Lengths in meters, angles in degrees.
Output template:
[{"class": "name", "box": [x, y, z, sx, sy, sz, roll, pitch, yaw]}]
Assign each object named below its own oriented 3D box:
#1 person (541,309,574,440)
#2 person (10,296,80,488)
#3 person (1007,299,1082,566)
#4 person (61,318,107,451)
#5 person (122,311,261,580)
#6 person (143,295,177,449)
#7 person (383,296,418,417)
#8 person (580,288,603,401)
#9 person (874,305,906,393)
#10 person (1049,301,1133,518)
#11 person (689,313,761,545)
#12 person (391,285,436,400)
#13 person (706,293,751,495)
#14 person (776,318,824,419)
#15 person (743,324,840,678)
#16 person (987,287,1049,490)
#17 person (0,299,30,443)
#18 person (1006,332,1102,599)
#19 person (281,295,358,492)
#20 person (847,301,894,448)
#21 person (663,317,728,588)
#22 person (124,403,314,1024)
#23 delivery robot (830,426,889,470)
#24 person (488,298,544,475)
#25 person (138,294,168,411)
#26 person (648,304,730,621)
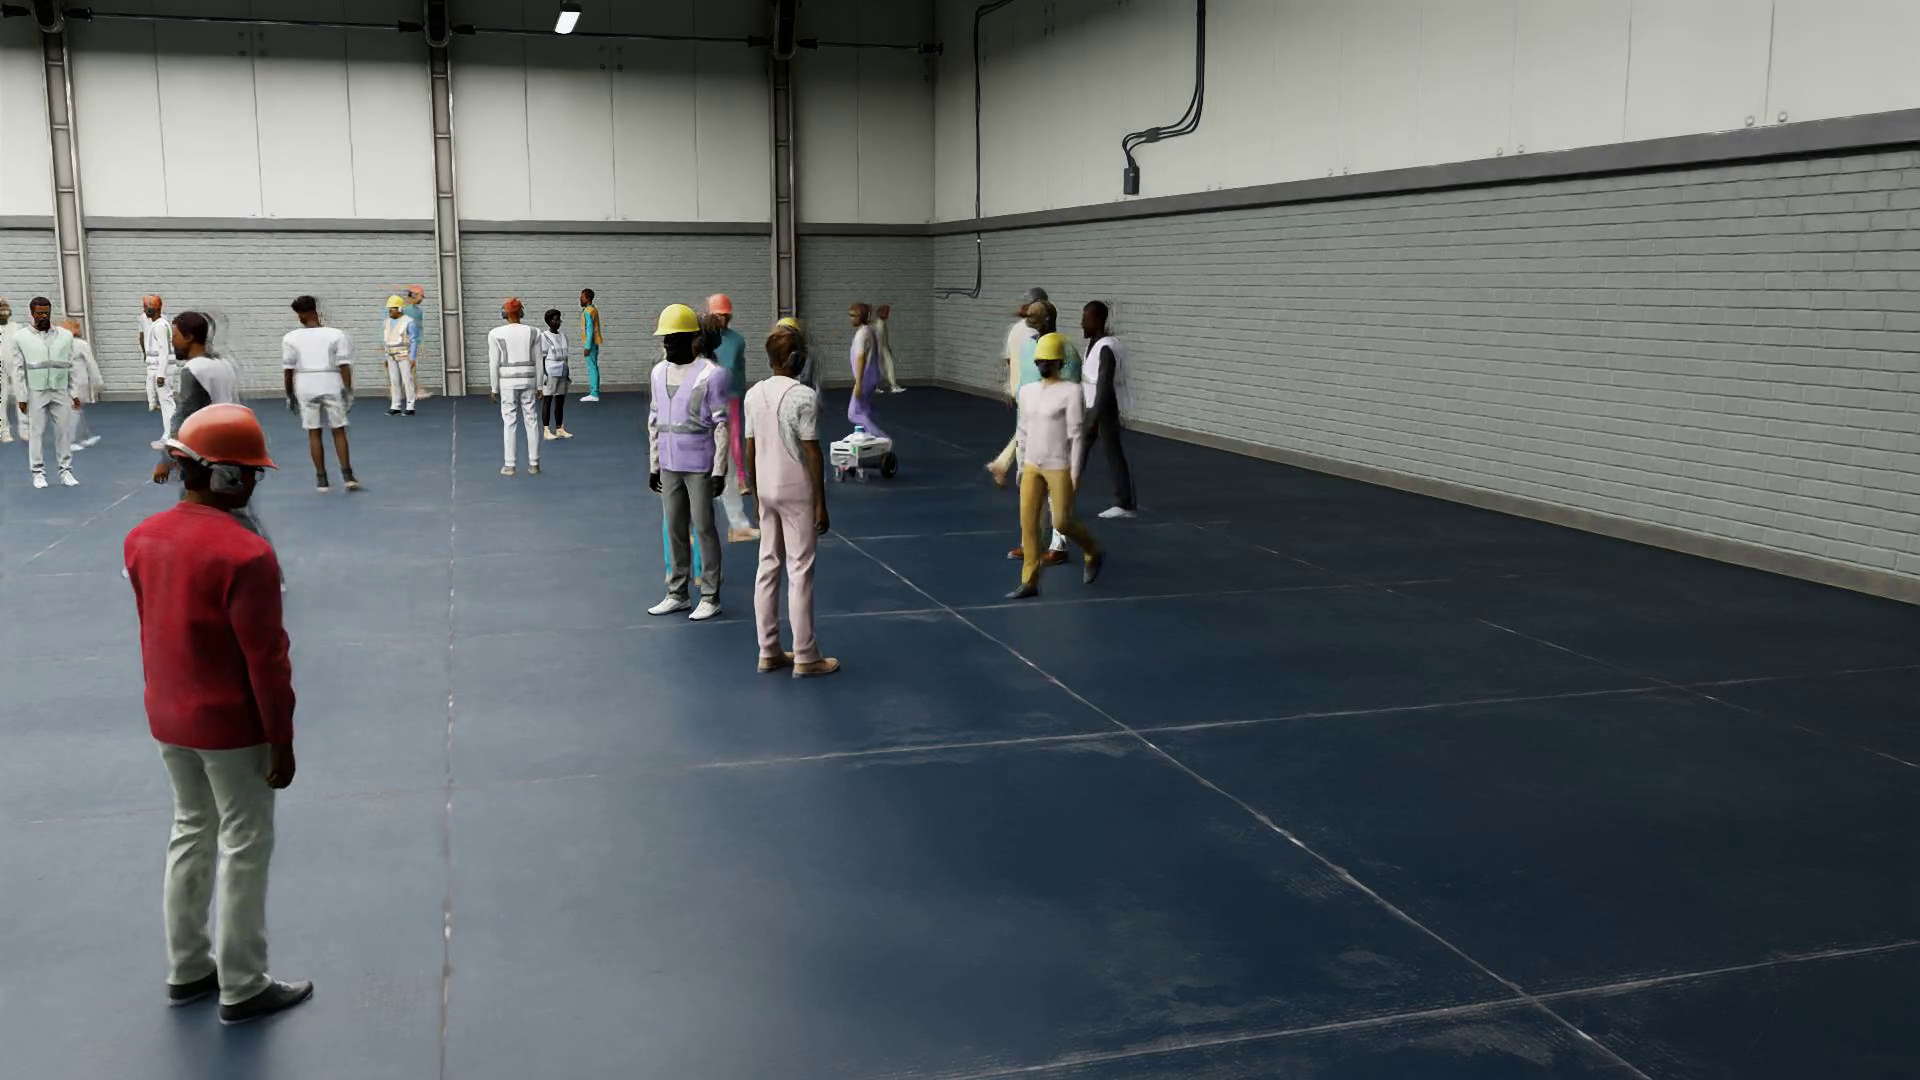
[{"class": "person", "box": [-5.257, -2.144, 21.582, 0.318, 1.697, 0.535, 5, 10, 29]}, {"class": "person", "box": [-9.147, -1.475, 16.652, 0.391, 1.911, 0.584, 8, 12, 41]}, {"class": "person", "box": [0.618, -0.780, 12.128, 0.371, 1.934, 0.627, -7, 11, -36]}, {"class": "person", "box": [-10.742, -1.901, 20.339, 0.512, 1.599, 0.793, 2, 9, 15]}, {"class": "person", "box": [-5.004, -0.547, 10.865, 1.014, 1.862, 0.608, -2, 9, -13]}, {"class": "person", "box": [-9.811, -2.056, 20.422, 0.359, 1.884, 0.574, -4, 10, -24]}, {"class": "person", "box": [-8.505, -2.783, 25.223, 0.592, 1.833, 0.404, 4, 10, 24]}, {"class": "person", "box": [-6.324, -3.337, 28.480, 0.392, 1.922, 0.591, -1, 9, -6]}, {"class": "person", "box": [-1.301, -3.480, 30.387, 0.729, 1.610, 0.508, -1, 9, -8]}, {"class": "person", "box": [1.086, -1.111, 14.393, 0.938, 1.876, 0.619, -2, 9, -10]}, {"class": "person", "box": [-1.911, -0.839, 12.916, 0.858, 1.810, 0.649, 3, 10, 21]}, {"class": "person", "box": [-9.425, -3.382, 28.583, 0.936, 1.973, 0.695, 2, 9, 13]}, {"class": "person", "box": [-2.380, -1.433, 16.258, 0.619, 1.952, 1.046, -5, 10, -29]}, {"class": "person", "box": [-1.590, -1.273, 15.958, 0.621, 1.705, 0.518, 6, 10, 32]}, {"class": "person", "box": [-0.895, -0.200, 8.707, 0.506, 1.846, 0.343, 6, 11, 36]}, {"class": "person", "box": [0.673, -1.511, 16.448, 0.905, 2.000, 0.682, -3, 10, -20]}, {"class": "person", "box": [-11.997, -2.114, 20.994, 0.719, 1.819, 0.539, 7, 11, 39]}, {"class": "person", "box": [0.613, -0.491, 10.904, 0.536, 1.741, 0.707, 8, 12, 42]}, {"class": "person", "box": [-6.313, -1.438, 16.340, 0.633, 1.924, 0.497, -3, 9, -19]}, {"class": "person", "box": [-1.035, -1.745, 18.598, 0.473, 1.833, 0.578, 1, 9, 8]}, {"class": "person", "box": [-1.815, -0.590, 11.230, 0.511, 1.837, 0.353, 2, 9, 15]}, {"class": "person", "box": [-2.059, 0.486, 4.678, 0.574, 1.737, 0.353, 5, 10, 29]}, {"class": "delivery robot", "box": [-1.033, -0.932, 17.179, 0.477, 0.478, 0.707, 5, 10, 29]}, {"class": "person", "box": [-4.716, -1.631, 17.716, 0.576, 1.882, 0.355, -5, 10, -28]}, {"class": "person", "box": [-12.676, -2.950, 26.256, 0.508, 1.845, 0.345, 1, 9, 7]}, {"class": "person", "box": [-1.680, -0.470, 10.167, 0.595, 1.925, 0.375, 6, 10, 32]}]
